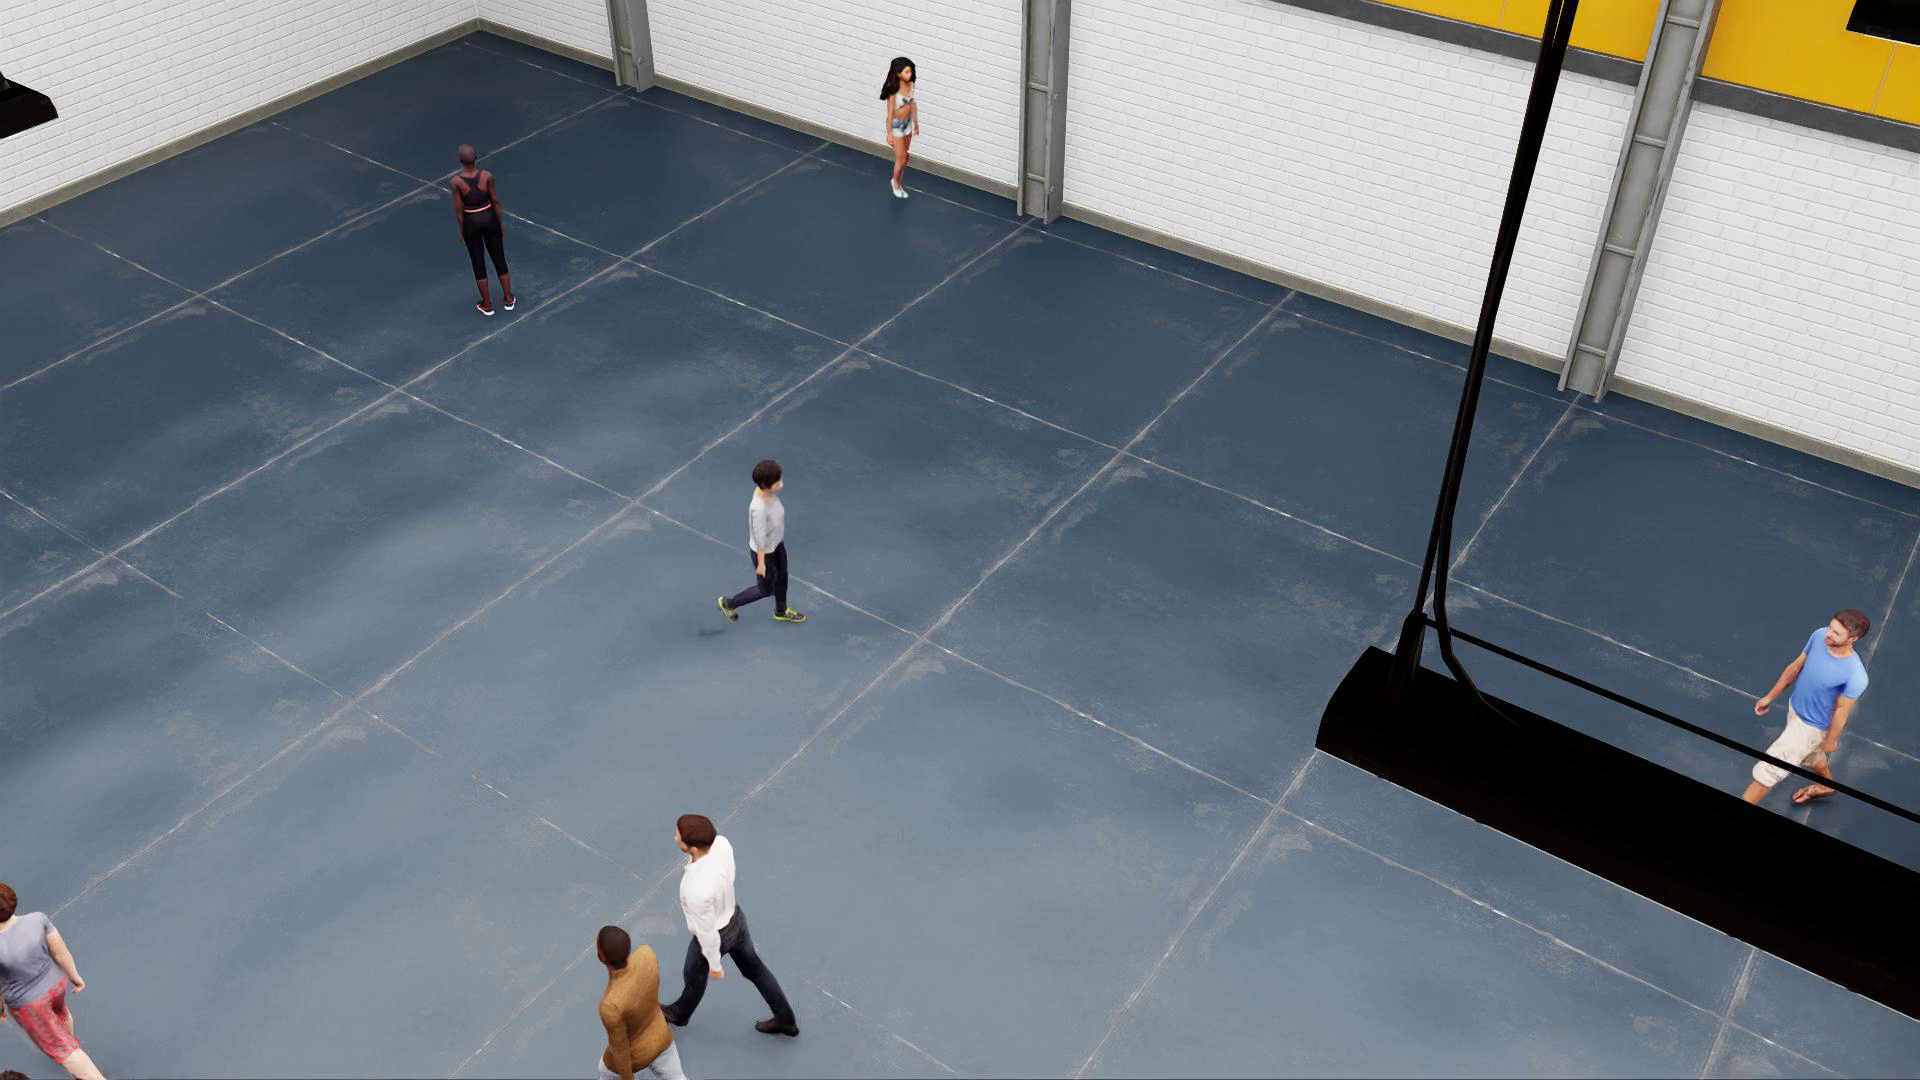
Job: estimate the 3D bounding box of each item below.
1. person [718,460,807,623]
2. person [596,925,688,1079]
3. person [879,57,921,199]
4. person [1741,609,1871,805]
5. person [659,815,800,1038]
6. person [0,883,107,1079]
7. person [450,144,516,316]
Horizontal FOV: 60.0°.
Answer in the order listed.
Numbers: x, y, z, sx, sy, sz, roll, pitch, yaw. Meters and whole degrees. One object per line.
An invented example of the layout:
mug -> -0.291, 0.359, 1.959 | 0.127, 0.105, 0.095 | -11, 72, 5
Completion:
person -> -1.516, 0.049, 12.373 | 0.955, 1.531, 0.818 | 2, 39, 2
person -> -1.609, 2.719, 8.850 | 1.217, 1.755, 0.694 | 17, 42, 21
person -> -0.703, -4.437, 17.926 | 0.610, 1.612, 0.590 | 26, 45, 29
person -> 5.582, 1.142, 10.774 | 1.309, 1.817, 1.171 | -3, 39, -4
person -> -1.275, 2.237, 9.392 | 1.264, 1.833, 0.916 | 11, 40, 13
person -> -5.026, 2.552, 9.162 | 1.124, 1.626, 0.652 | 20, 43, 23
person -> -4.605, -2.994, 16.004 | 0.660, 1.754, 0.674 | -17, 42, -20
